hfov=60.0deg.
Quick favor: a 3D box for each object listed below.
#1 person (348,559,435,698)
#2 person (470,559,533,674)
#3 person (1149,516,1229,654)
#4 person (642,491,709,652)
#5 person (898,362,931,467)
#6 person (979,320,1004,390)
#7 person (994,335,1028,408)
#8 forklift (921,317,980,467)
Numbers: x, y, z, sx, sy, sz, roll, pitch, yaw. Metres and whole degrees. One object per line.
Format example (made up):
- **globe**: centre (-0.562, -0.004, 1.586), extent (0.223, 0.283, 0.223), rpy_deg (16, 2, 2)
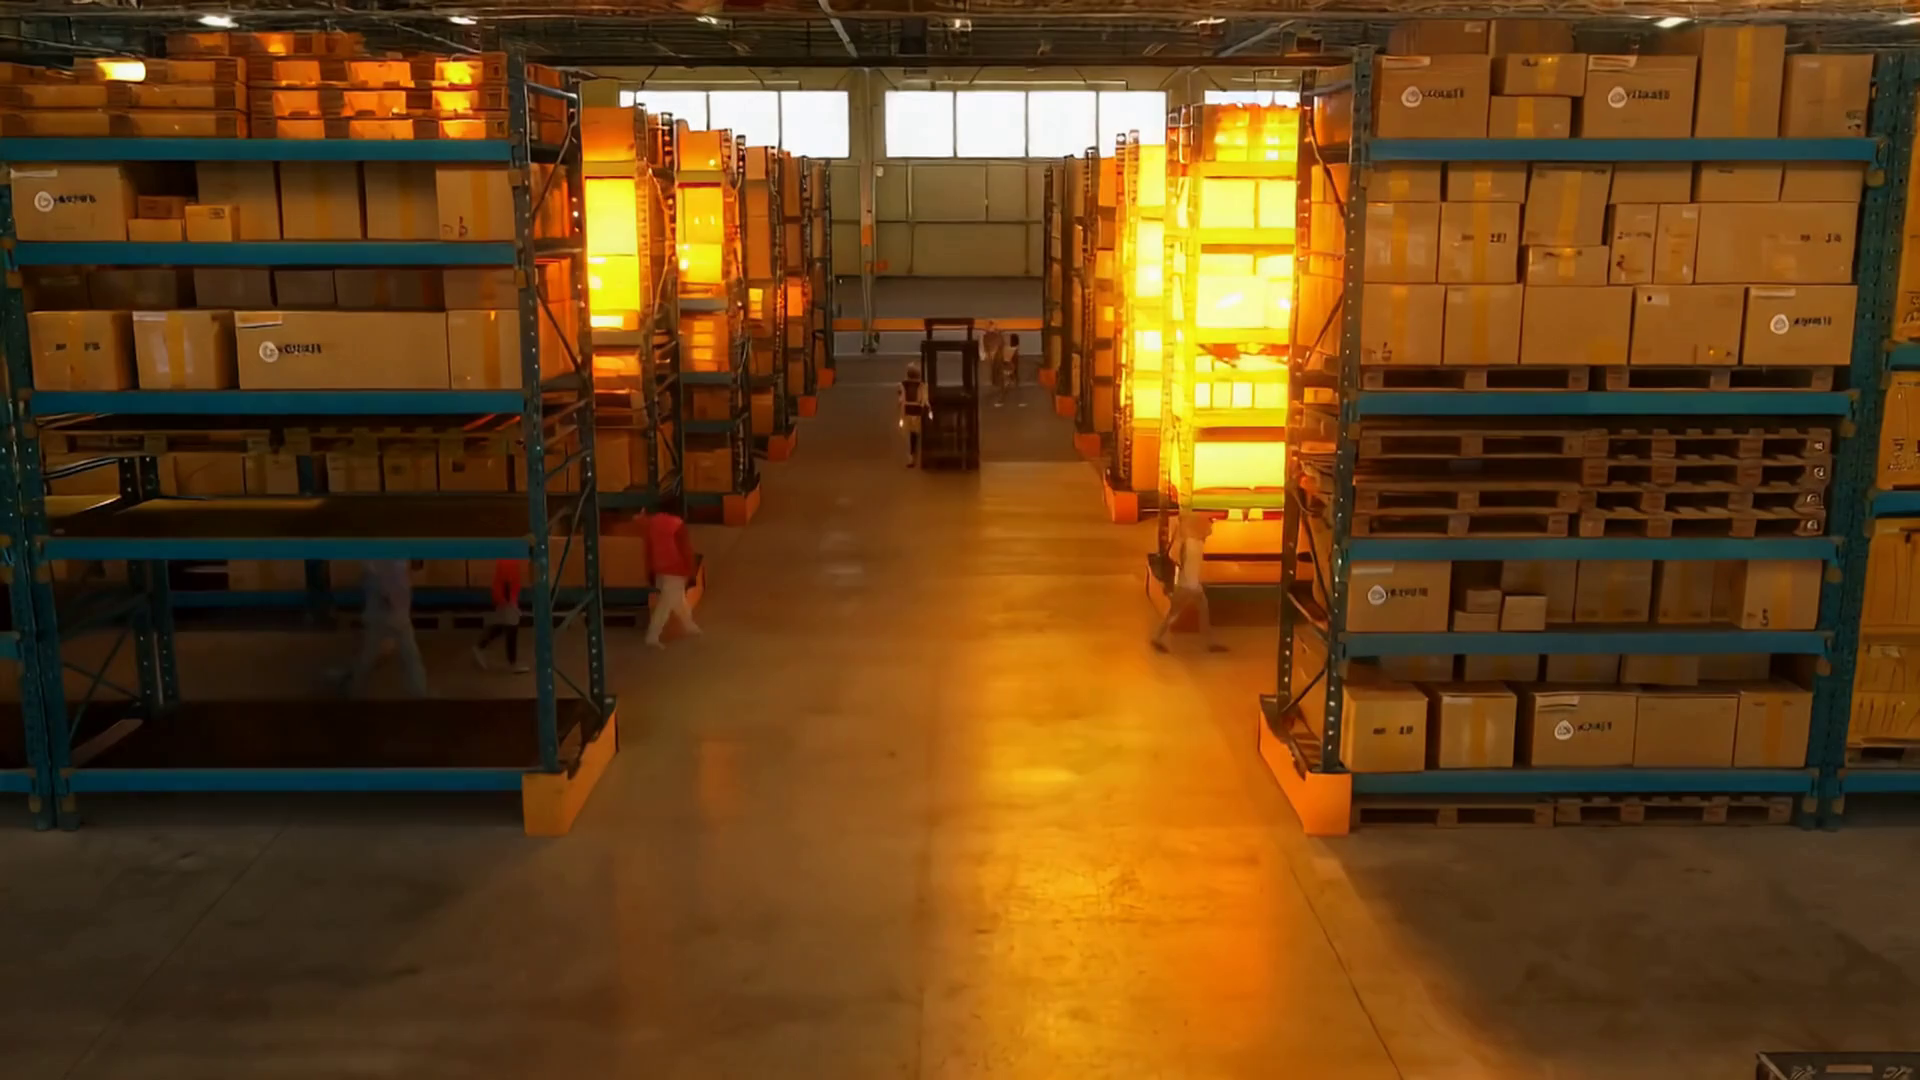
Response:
- **person**: centre (-5.651, 0.777, 16.427), extent (1.015, 1.866, 0.649), rpy_deg (3, 12, 13)
- **person**: centre (-4.886, 0.613, 17.631), extent (0.549, 1.683, 0.533), rpy_deg (-5, 12, -22)
- **person**: centre (2.537, 0.499, 18.481), extent (0.869, 1.578, 0.532), rpy_deg (3, 12, 17)
- **person**: centre (-3.238, 0.343, 18.709), extent (0.964, 1.799, 0.640), rpy_deg (-11, 16, -44)
- **person**: centre (-0.873, -2.403, 31.841), extent (0.624, 1.991, 1.080), rpy_deg (3, 12, 15)
- **person**: centre (0.831, -5.001, 45.022), extent (0.679, 1.854, 0.979), rpy_deg (3, 12, 15)
- **person**: centre (1.254, -4.147, 40.930), extent (0.888, 1.811, 0.568), rpy_deg (-9, 14, -37)
- **forklift**: centre (-0.198, -2.906, 32.102), extent (1.129, 2.768, 1.873), rpy_deg (0, 11, -1)
